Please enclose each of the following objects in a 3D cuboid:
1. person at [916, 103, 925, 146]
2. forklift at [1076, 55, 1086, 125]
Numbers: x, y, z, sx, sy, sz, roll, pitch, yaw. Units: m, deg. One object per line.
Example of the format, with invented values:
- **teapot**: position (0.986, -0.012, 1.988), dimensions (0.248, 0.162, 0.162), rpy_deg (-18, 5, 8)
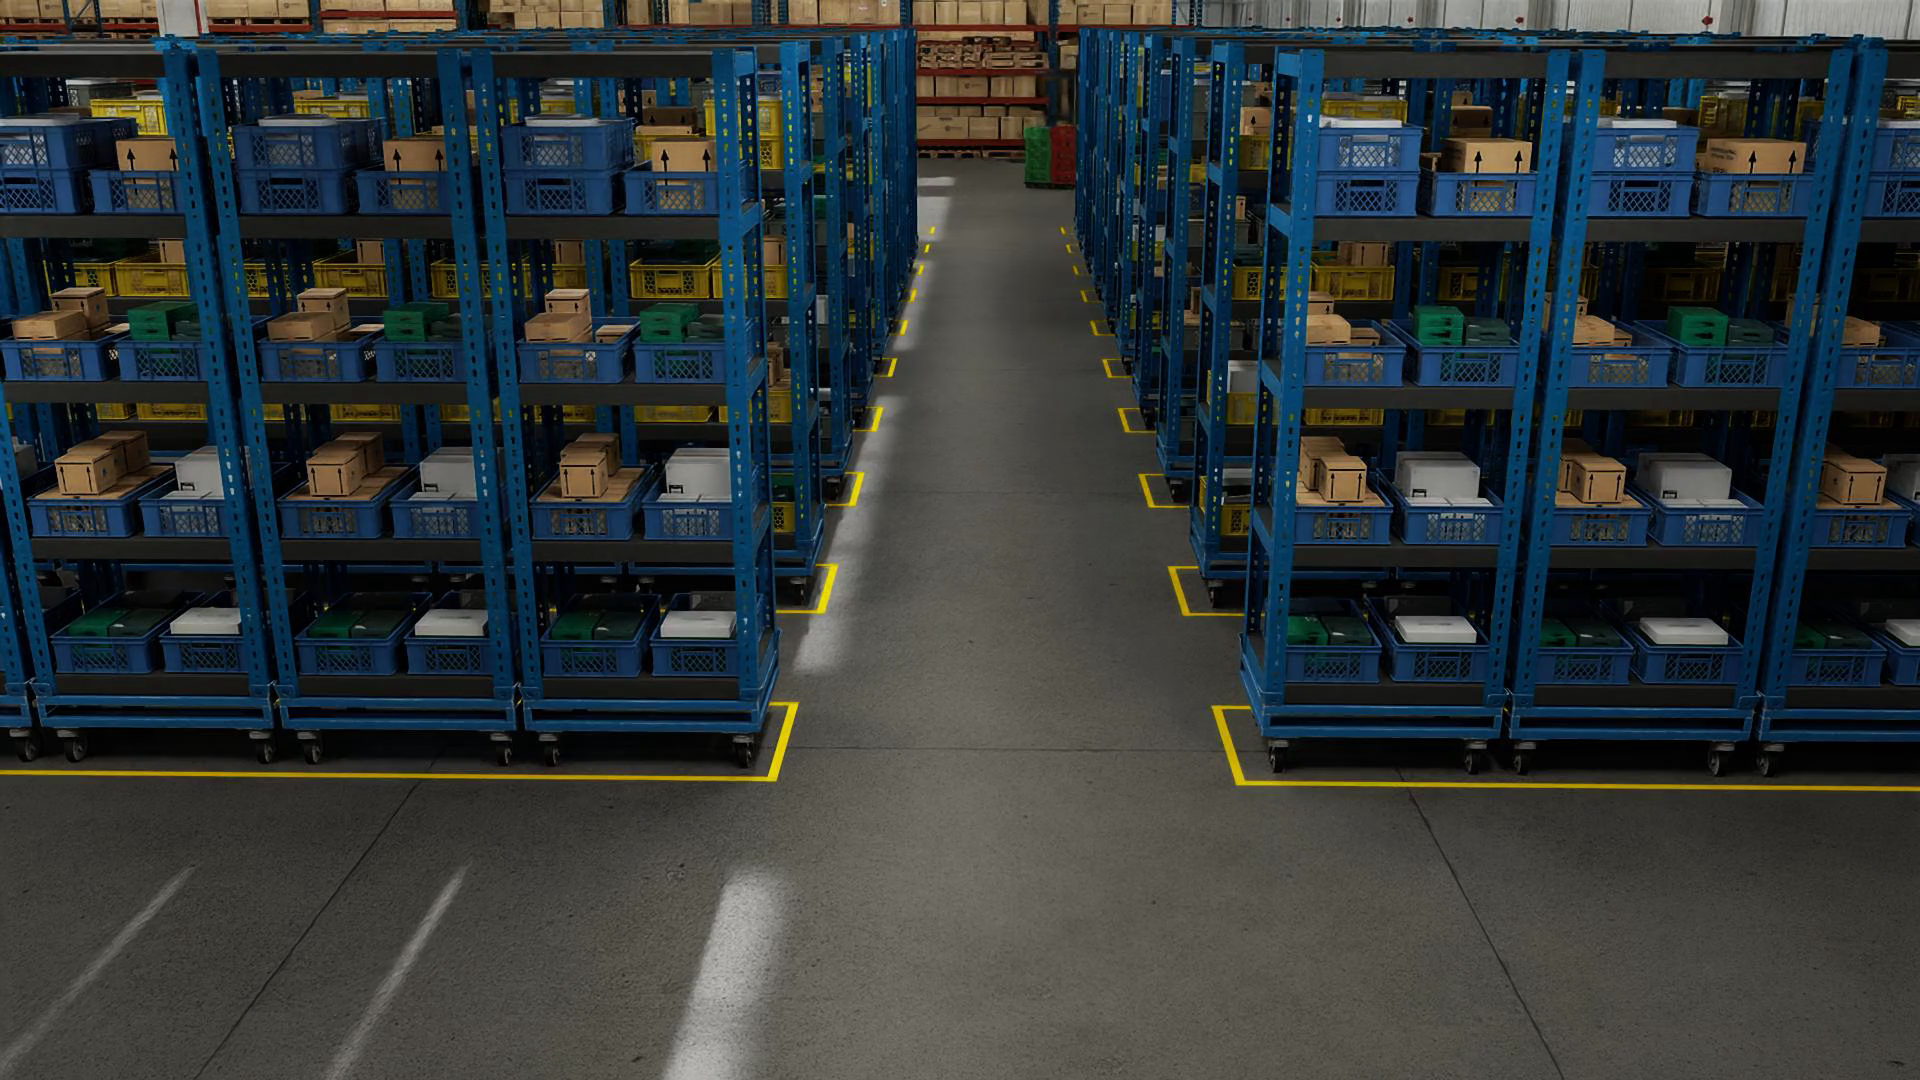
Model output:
- **person**: position (-1.319, -12.812, 50.125), dimensions (0.933, 1.864, 0.679), rpy_deg (-2, 18, -7)
- **forklift**: position (3.220, -11.237, 43.452), dimensions (1.873, 2.768, 1.129), rpy_deg (0, 17, 1)
